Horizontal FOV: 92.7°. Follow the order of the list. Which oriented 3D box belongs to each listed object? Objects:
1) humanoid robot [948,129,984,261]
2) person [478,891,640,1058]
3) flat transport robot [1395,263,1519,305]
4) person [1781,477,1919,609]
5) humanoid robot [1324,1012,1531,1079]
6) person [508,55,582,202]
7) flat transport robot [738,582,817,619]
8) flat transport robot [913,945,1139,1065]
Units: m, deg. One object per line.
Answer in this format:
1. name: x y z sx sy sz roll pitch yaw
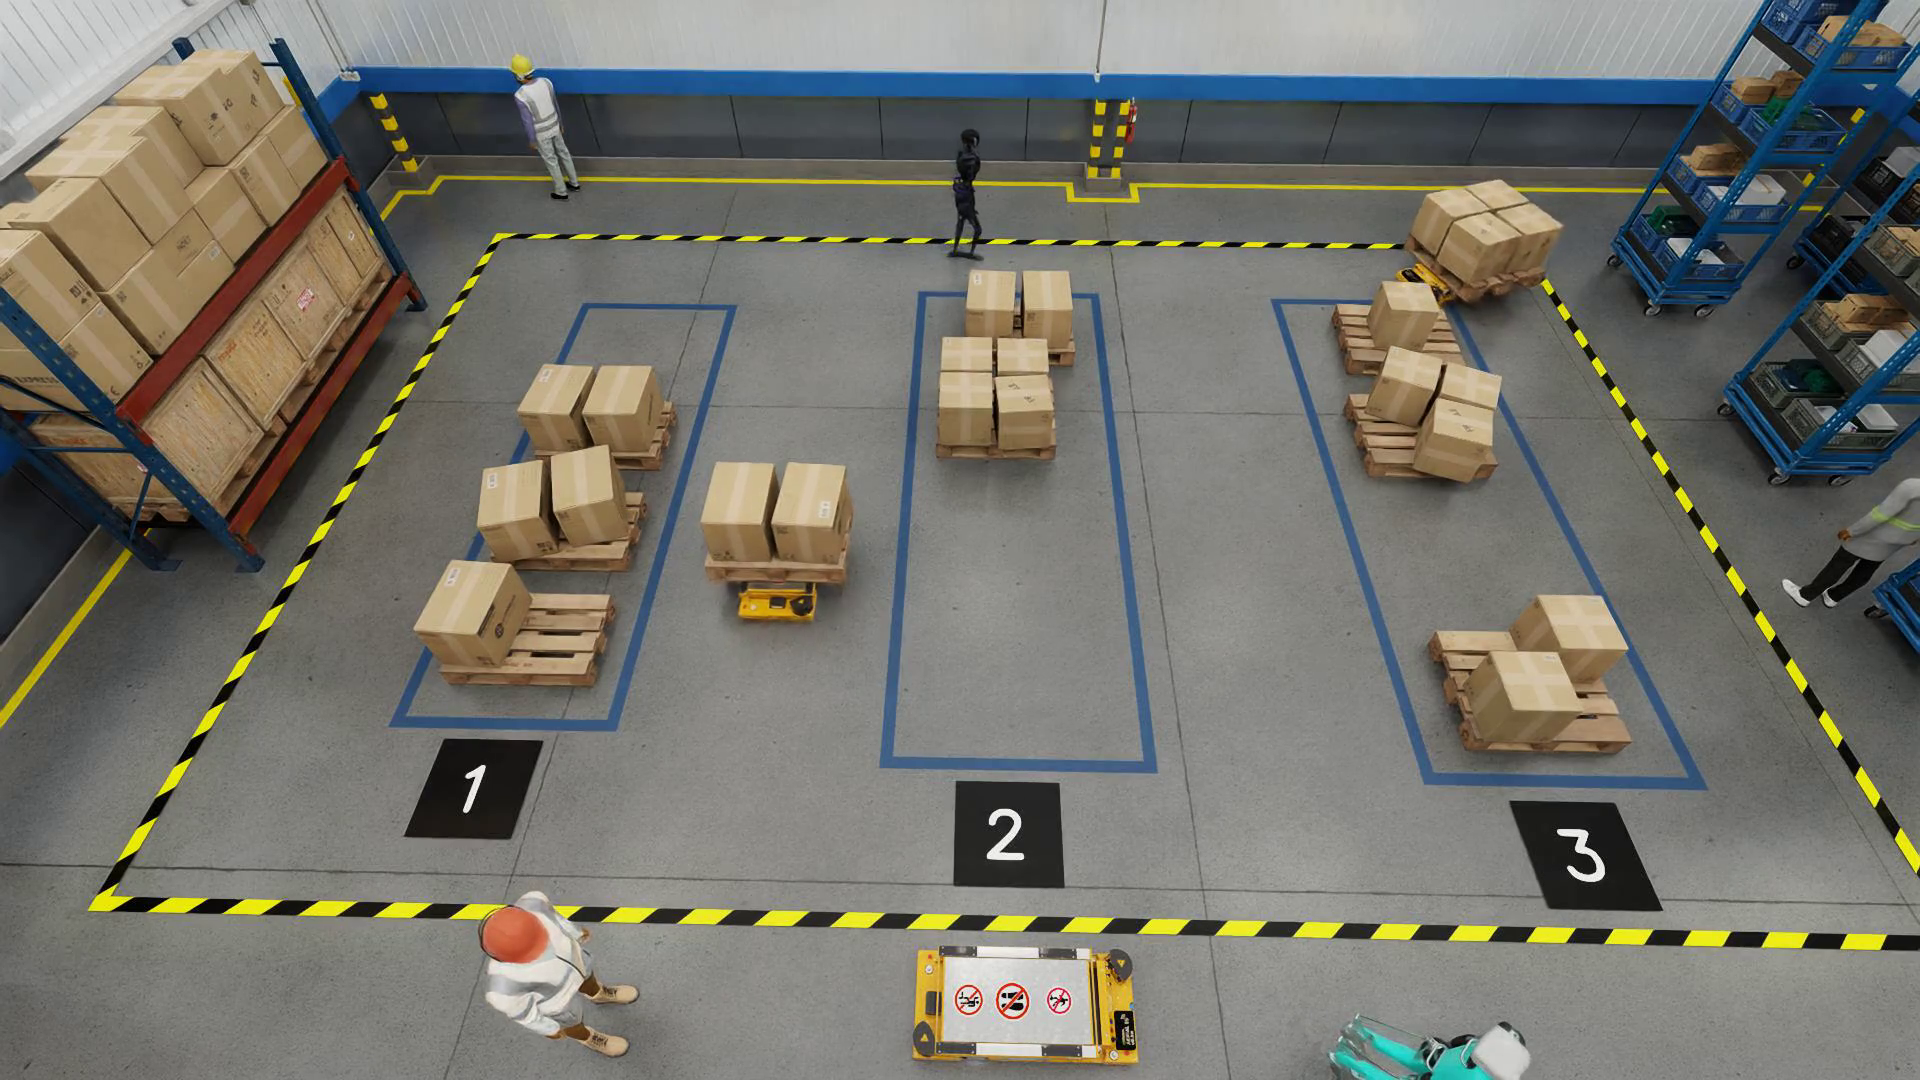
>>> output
1. humanoid robot: 0.084 -4.098 10.919 0.497 1.647 0.601 -7 51 -5
2. person: -2.283 2.522 5.293 0.395 2.030 0.613 0 51 0
3. flat transport robot: 6.099 -3.227 11.098 1.431 0.197 0.652 -15 52 -12
4. person: 7.617 -0.096 7.543 0.596 1.850 0.396 4 51 4
5. humanoid robot: 2.450 2.865 5.116 0.533 1.677 0.735 -36 59 -26
6. person: -5.342 -5.277 11.775 0.404 1.836 0.598 20 54 16
7. flat transport robot: -1.593 0.085 8.398 0.652 0.197 1.431 1 51 1
8. flat transport robot: 0.422 3.041 6.007 1.431 0.231 0.659 1 51 1
